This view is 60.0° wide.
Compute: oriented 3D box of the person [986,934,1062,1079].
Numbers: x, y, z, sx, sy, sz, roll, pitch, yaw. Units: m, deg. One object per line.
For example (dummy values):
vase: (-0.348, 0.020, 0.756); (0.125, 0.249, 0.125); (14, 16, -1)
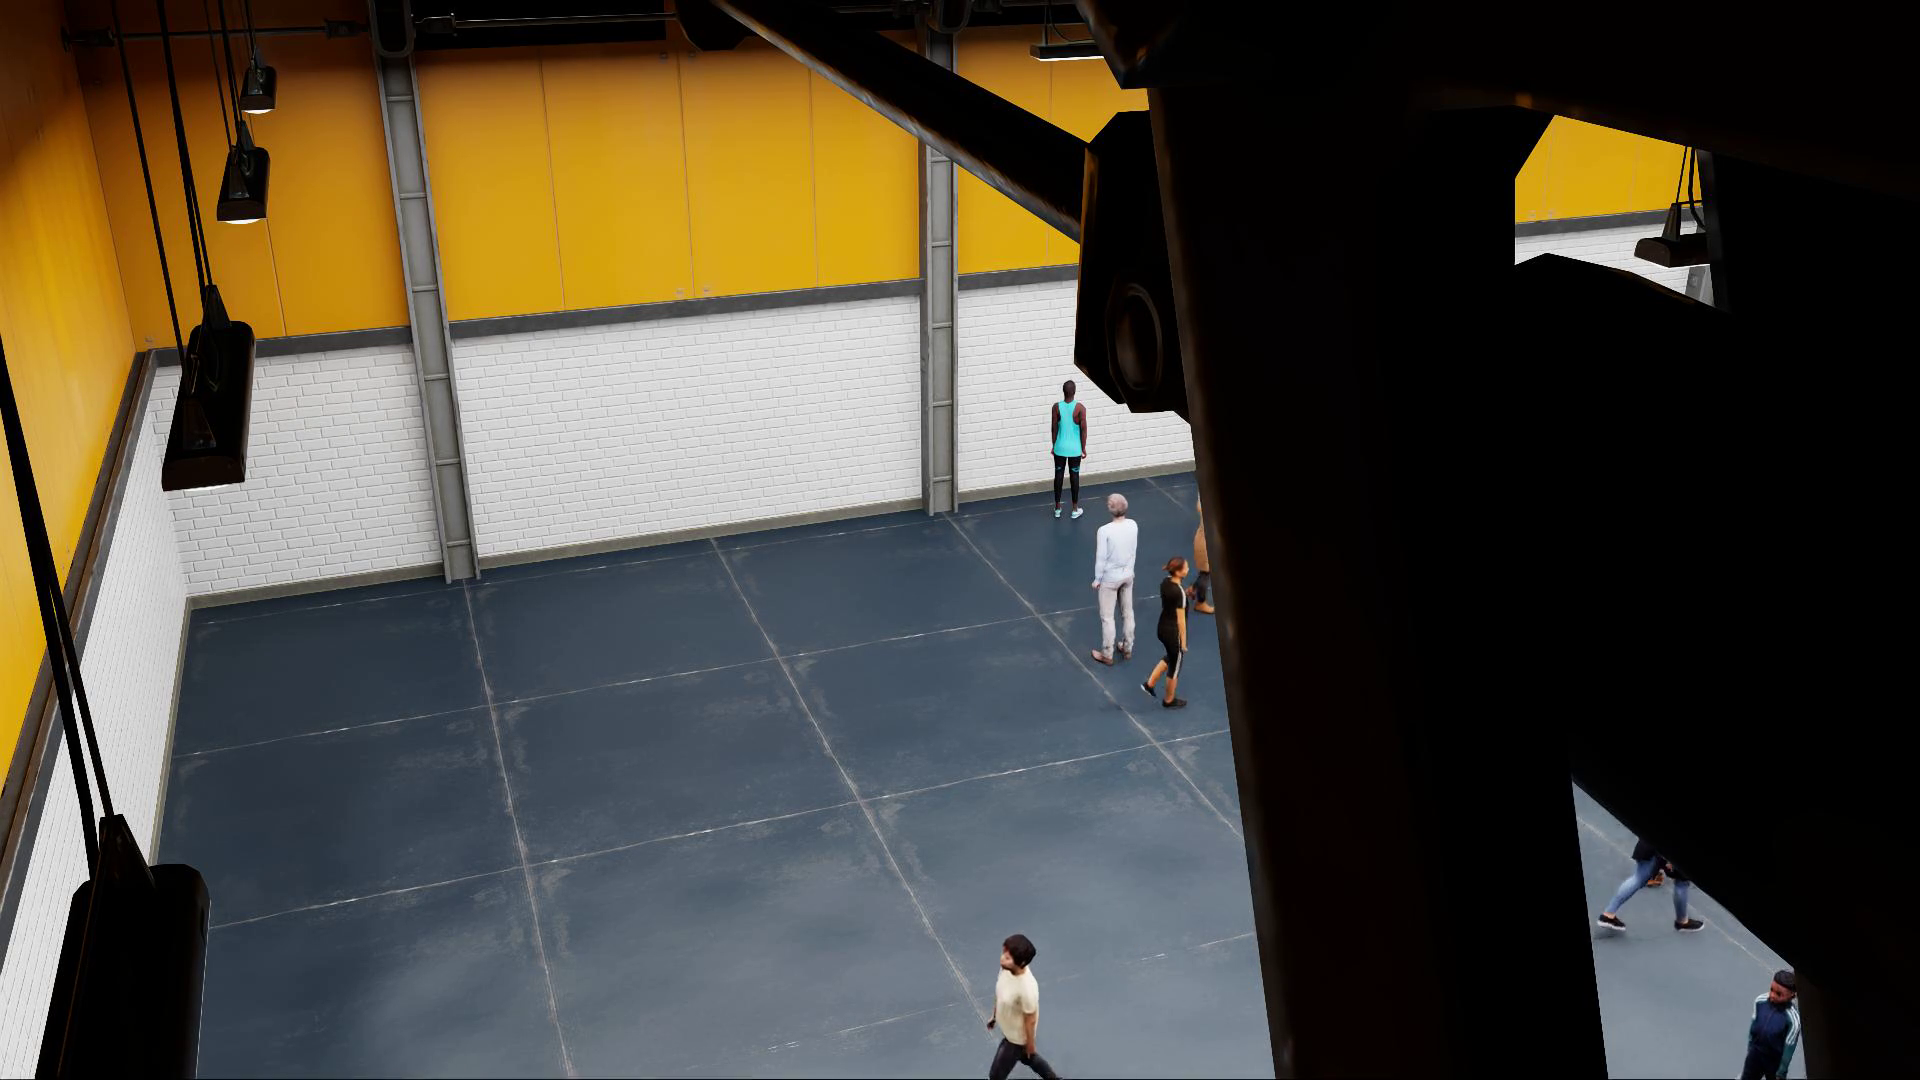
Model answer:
person: (0.448, 3.299, 11.203); (1.018, 1.552, 0.662); (-6, 24, -13)

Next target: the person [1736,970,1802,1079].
person: (5.538, 3.445, 11.257); (0.852, 1.242, 0.592); (-13, 27, -26)

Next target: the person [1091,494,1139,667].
person: (1.639, 0.400, 17.413); (0.562, 1.890, 0.752); (-12, 26, -26)

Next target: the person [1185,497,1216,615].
person: (2.683, 0.015, 18.515); (0.889, 1.713, 0.831); (4, 24, 9)

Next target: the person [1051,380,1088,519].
person: (1.359, -1.158, 21.076); (0.655, 1.810, 0.756); (6, 24, 14)

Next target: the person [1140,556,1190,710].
person: (2.032, 0.926, 16.501); (0.706, 1.658, 0.614); (-7, 24, -15)
